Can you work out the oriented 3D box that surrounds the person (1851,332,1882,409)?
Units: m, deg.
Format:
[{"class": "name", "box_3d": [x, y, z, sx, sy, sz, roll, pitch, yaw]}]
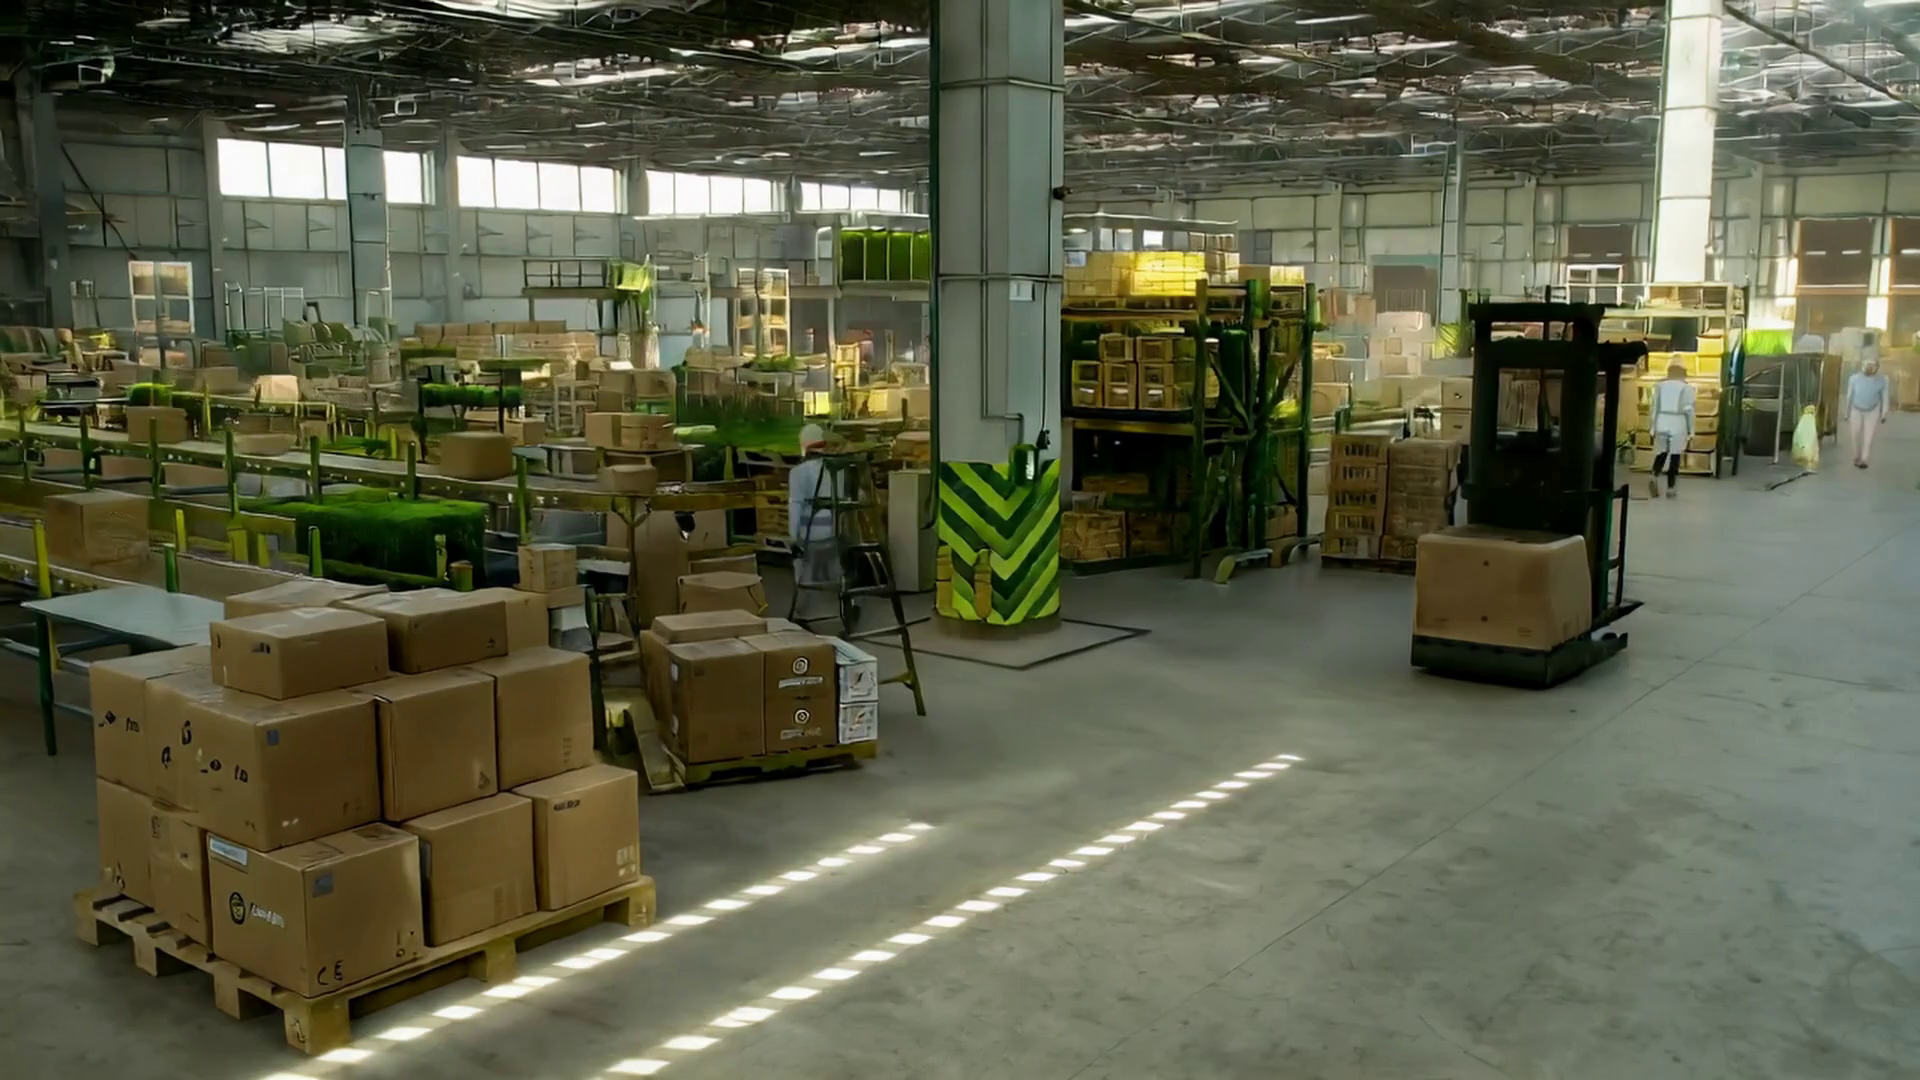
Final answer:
[{"class": "person", "box_3d": [22.263, -4.108, 40.739, 0.884, 1.933, 0.643, 7, 11, 41]}]

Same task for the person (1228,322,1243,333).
[{"class": "person", "box_3d": [10.159, -7.116, 61.399, 0.605, 1.844, 0.930, -2, 9, -14]}]

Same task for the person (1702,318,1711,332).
[{"class": "person", "box_3d": [31.598, -8.434, 70.253, 0.546, 1.834, 0.877, -4, 9, -23]}]

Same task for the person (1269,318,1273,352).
[{"class": "person", "box_3d": [15.326, -10.141, 81.730, 0.506, 1.847, 0.343, -3, 9, -18]}]

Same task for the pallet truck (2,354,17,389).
[{"class": "pallet truck", "box_3d": [-24.881, -4.417, 42.634, 1.885, 1.965, 0.823, 8, 11, 41]}]

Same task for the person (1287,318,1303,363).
[{"class": "person", "box_3d": [13.860, -8.229, 68.562, 1.006, 1.921, 0.718, -7, 11, -38]}]

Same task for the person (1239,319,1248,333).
[{"class": "person", "box_3d": [11.671, -8.221, 68.535, 0.389, 1.929, 0.539, 2, 9, 16]}]

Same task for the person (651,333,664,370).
[{"class": "person", "box_3d": [-10.586, -6.575, 58.081, 0.384, 1.717, 0.511, 2, 9, 10]}]

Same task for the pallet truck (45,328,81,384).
[{"class": "pallet truck", "box_3d": [-23.775, -4.544, 43.495, 1.885, 1.965, 0.823, 6, 10, 35]}]

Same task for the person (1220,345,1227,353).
[{"class": "person", "box_3d": [7.155, -4.753, 45.531, 0.510, 1.808, 0.603, -7, 11, -40]}]

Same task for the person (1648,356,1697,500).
[{"class": "person", "box_3d": [9.953, -1.556, 23.241, 0.452, 2.027, 0.617, -8, 12, -44]}]

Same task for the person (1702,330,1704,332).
[{"class": "person", "box_3d": [24.627, -6.394, 55.816, 0.536, 2.000, 0.688, -2, 9, -15]}]

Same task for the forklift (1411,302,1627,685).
[{"class": "forklift", "box_3d": [4.379, -0.438, 12.852, 1.129, 2.768, 1.873, 7, 11, 37]}]

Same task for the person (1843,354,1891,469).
[{"class": "person", "box_3d": [15.020, -2.130, 27.560, 0.665, 1.892, 0.541, 6, 10, 36]}]

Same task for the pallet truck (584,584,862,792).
[{"class": "pallet truck", "box_3d": [-1.426, 0.805, 10.019, 1.601, 1.201, 0.680, -4, 9, -26]}]

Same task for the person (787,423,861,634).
[{"class": "person", "box_3d": [-1.156, -0.074, 14.021, 0.604, 1.810, 0.741, -7, 11, -39]}]

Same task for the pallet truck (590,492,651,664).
[{"class": "pallet truck", "box_3d": [-3.115, 0.344, 12.883, 0.653, 1.274, 1.630, 7, 11, 37]}]

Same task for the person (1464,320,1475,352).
[{"class": "person", "box_3d": [24.507, -9.857, 79.831, 0.633, 1.842, 0.429, -3, 9, -19]}]

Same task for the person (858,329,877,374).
[{"class": "person", "box_3d": [-2.746, -5.137, 47.883, 1.000, 1.898, 0.565, 4, 9, 24]}]

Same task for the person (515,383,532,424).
[{"class": "person", "box_3d": [-8.123, -2.492, 30.885, 0.279, 1.633, 0.505, -8, 12, -43]}]
